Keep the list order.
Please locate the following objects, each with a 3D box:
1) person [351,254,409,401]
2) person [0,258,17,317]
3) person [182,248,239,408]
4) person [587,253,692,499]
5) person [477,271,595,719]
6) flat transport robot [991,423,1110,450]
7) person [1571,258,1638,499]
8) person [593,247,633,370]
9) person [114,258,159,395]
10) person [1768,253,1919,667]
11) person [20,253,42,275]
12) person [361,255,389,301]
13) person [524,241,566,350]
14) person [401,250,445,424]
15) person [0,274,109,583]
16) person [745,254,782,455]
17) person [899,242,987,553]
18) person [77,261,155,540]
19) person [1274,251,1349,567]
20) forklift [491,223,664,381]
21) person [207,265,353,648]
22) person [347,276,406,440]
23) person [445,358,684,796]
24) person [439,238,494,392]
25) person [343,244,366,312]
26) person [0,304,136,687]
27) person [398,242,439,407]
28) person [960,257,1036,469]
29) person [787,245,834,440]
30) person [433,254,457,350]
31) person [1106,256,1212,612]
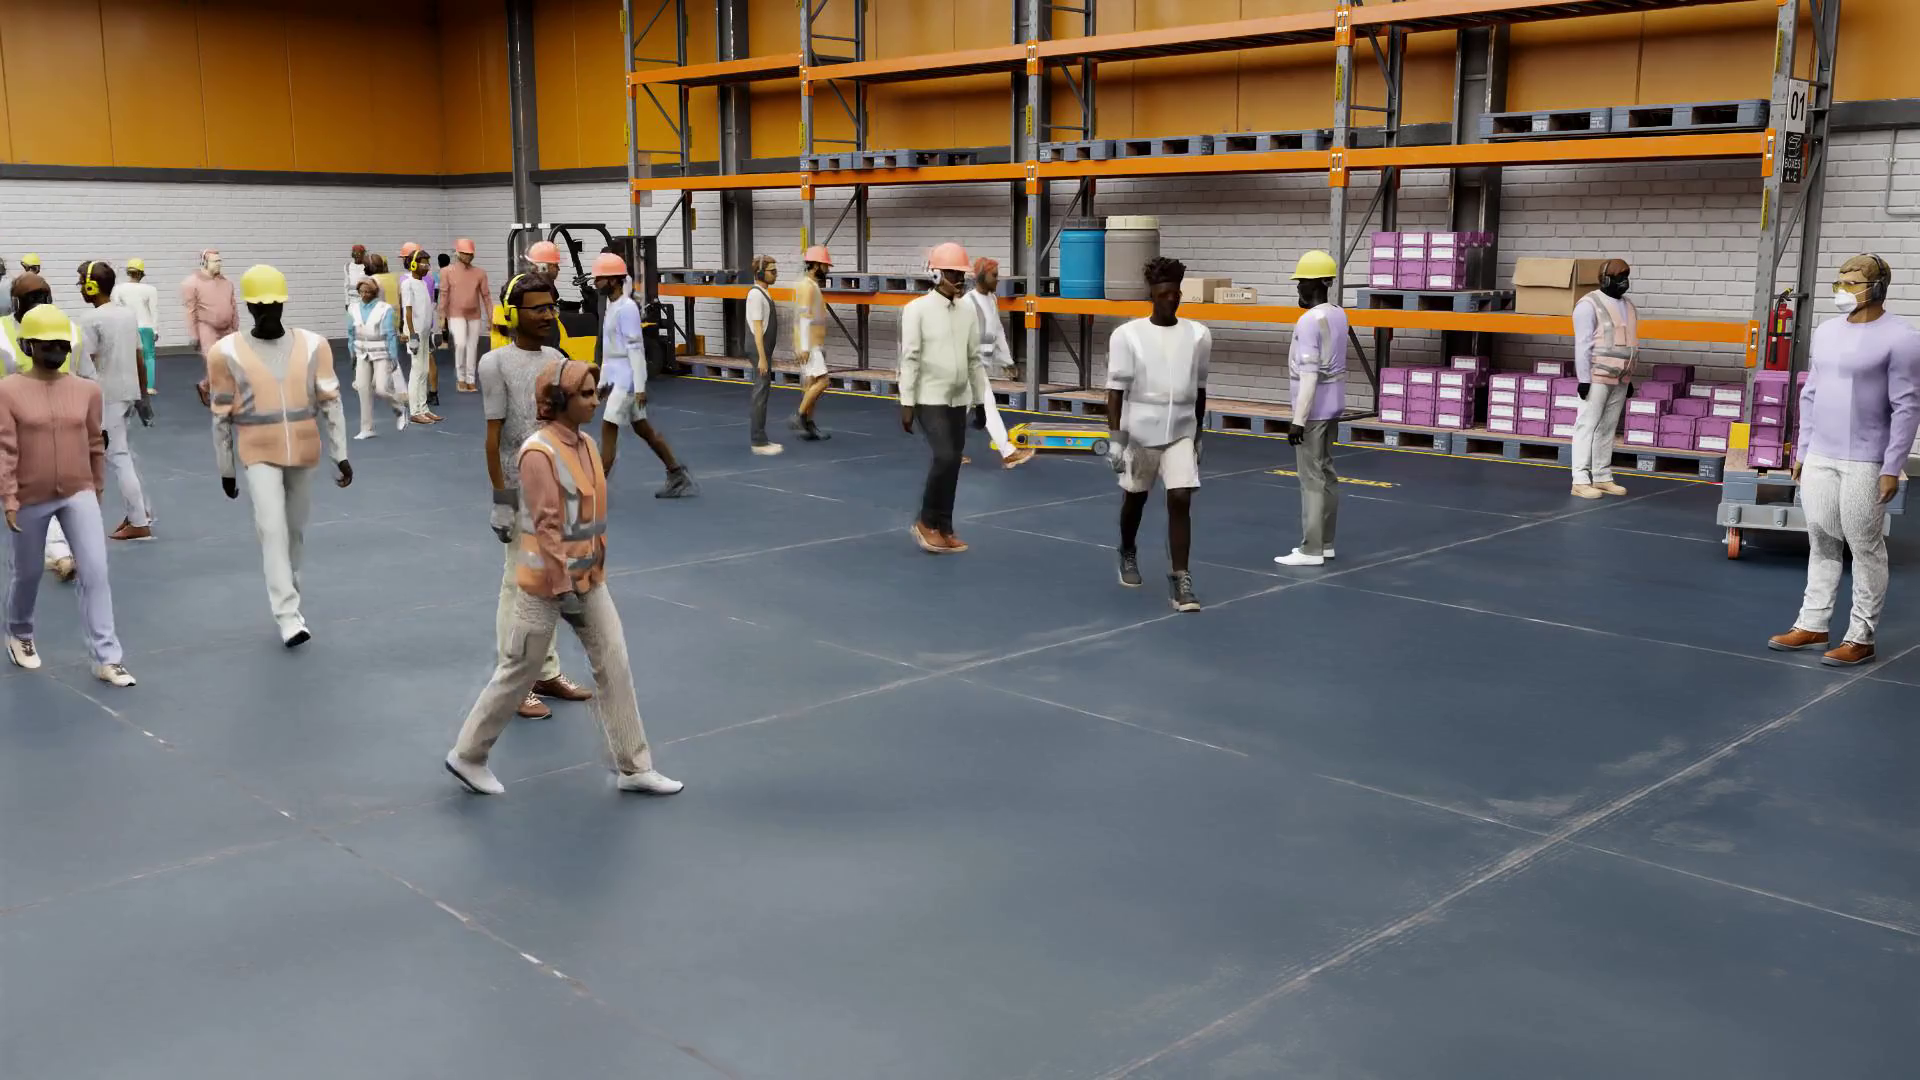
[{"bbox_3d":[-7.189,-2.606,20.446,0.956,1.787,0.634,4,11,19],"label":"person"},{"bbox_3d":[-7.833,-1.378,13.447,0.676,1.906,0.573,1,10,8],"label":"person"},{"bbox_3d":[-8.481,-2.356,18.836,0.685,1.886,0.643,5,12,26],"label":"person"},{"bbox_3d":[-2.506,-1.223,12.634,0.964,1.898,0.558,-4,11,-19],"label":"person"},{"bbox_3d":[-1.796,-0.193,7.063,0.329,1.873,0.512,5,11,24],"label":"person"},{"bbox_3d":[1.053,-0.966,15.643,1.431,0.197,0.652,2,11,13],"label":"flat transport robot"},{"bbox_3d":[5.012,-1.249,12.896,0.619,1.845,0.430,-7,12,-32],"label":"person"},{"bbox_3d":[-4.310,-2.633,20.351,1.012,1.867,0.594,8,13,36],"label":"person"},{"bbox_3d":[-10.336,-2.665,20.886,0.526,1.741,0.666,-3,11,-13],"label":"person"},{"bbox_3d":[4.204,-0.374,7.862,0.371,1.941,0.627,-3,11,-18],"label":"person"},{"bbox_3d":[-12.922,-3.108,23.241,0.526,1.769,0.329,4,11,22],"label":"person"},{"bbox_3d":[-9.068,-3.584,25.956,0.515,1.713,0.414,2,11,12],"label":"person"},{"bbox_3d":[-3.463,-1.484,13.825,0.430,1.979,0.620,-2,11,-12],"label":"person"},{"bbox_3d":[-5.818,-2.189,17.971,0.329,1.864,0.508,0,10,3],"label":"person"},{"bbox_3d":[-5.381,-0.662,9.823,0.944,1.789,0.654,9,14,40],"label":"person"},{"bbox_3d":[-1.824,-1.709,15.400,0.328,1.844,0.512,-1,10,-3],"label":"person"},{"bbox_3d":[-0.080,-0.883,10.529,0.458,1.972,0.641,10,14,43],"label":"person"},{"bbox_3d":[-5.627,-0.905,10.991,0.500,1.853,0.508,1,10,4],"label":"person"},{"bbox_3d":[2.165,-0.798,10.207,0.366,1.926,0.594,6,12,31],"label":"person"},{"bbox_3d":[-5.316,-3.263,22.920,2.313,2.155,1.214,-10,14,-44],"label":"forklift"},{"bbox_3d":[-3.388,-0.425,8.325,0.592,1.874,0.976,-8,13,-37],"label":"person"},{"bbox_3d":[-5.807,-1.816,16.584,0.567,1.619,0.513,2,11,13],"label":"person"},{"bbox_3d":[-1.473,0.145,5.960,0.848,1.599,0.510,3,11,15],"label":"person"},{"bbox_3d":[-6.304,-2.865,21.331,0.660,1.972,0.586,-7,13,-34],"label":"person"},{"bbox_3d":[-9.851,-3.916,27.361,0.602,1.864,0.589,0,10,2],"label":"person"},{"bbox_3d":[-4.157,-0.211,7.595,0.915,1.728,0.522,10,14,43],"label":"person"},{"bbox_3d":[-6.406,-2.528,19.607,0.369,1.939,0.542,3,11,18],"label":"person"},{"bbox_3d":[0.222,-1.542,14.538,1.006,1.823,0.580,4,11,21],"label":"person"},{"bbox_3d":[-1.431,-1.930,16.388,0.405,1.920,0.555,0,10,1],"label":"person"},{"bbox_3d":[-9.107,-4.219,29.483,0.320,1.698,0.531,8,13,37],"label":"person"},{"bbox_3d":[1.089,-0.612,9.247,0.619,1.914,1.016,-2,11,-10],"label":"person"}]
